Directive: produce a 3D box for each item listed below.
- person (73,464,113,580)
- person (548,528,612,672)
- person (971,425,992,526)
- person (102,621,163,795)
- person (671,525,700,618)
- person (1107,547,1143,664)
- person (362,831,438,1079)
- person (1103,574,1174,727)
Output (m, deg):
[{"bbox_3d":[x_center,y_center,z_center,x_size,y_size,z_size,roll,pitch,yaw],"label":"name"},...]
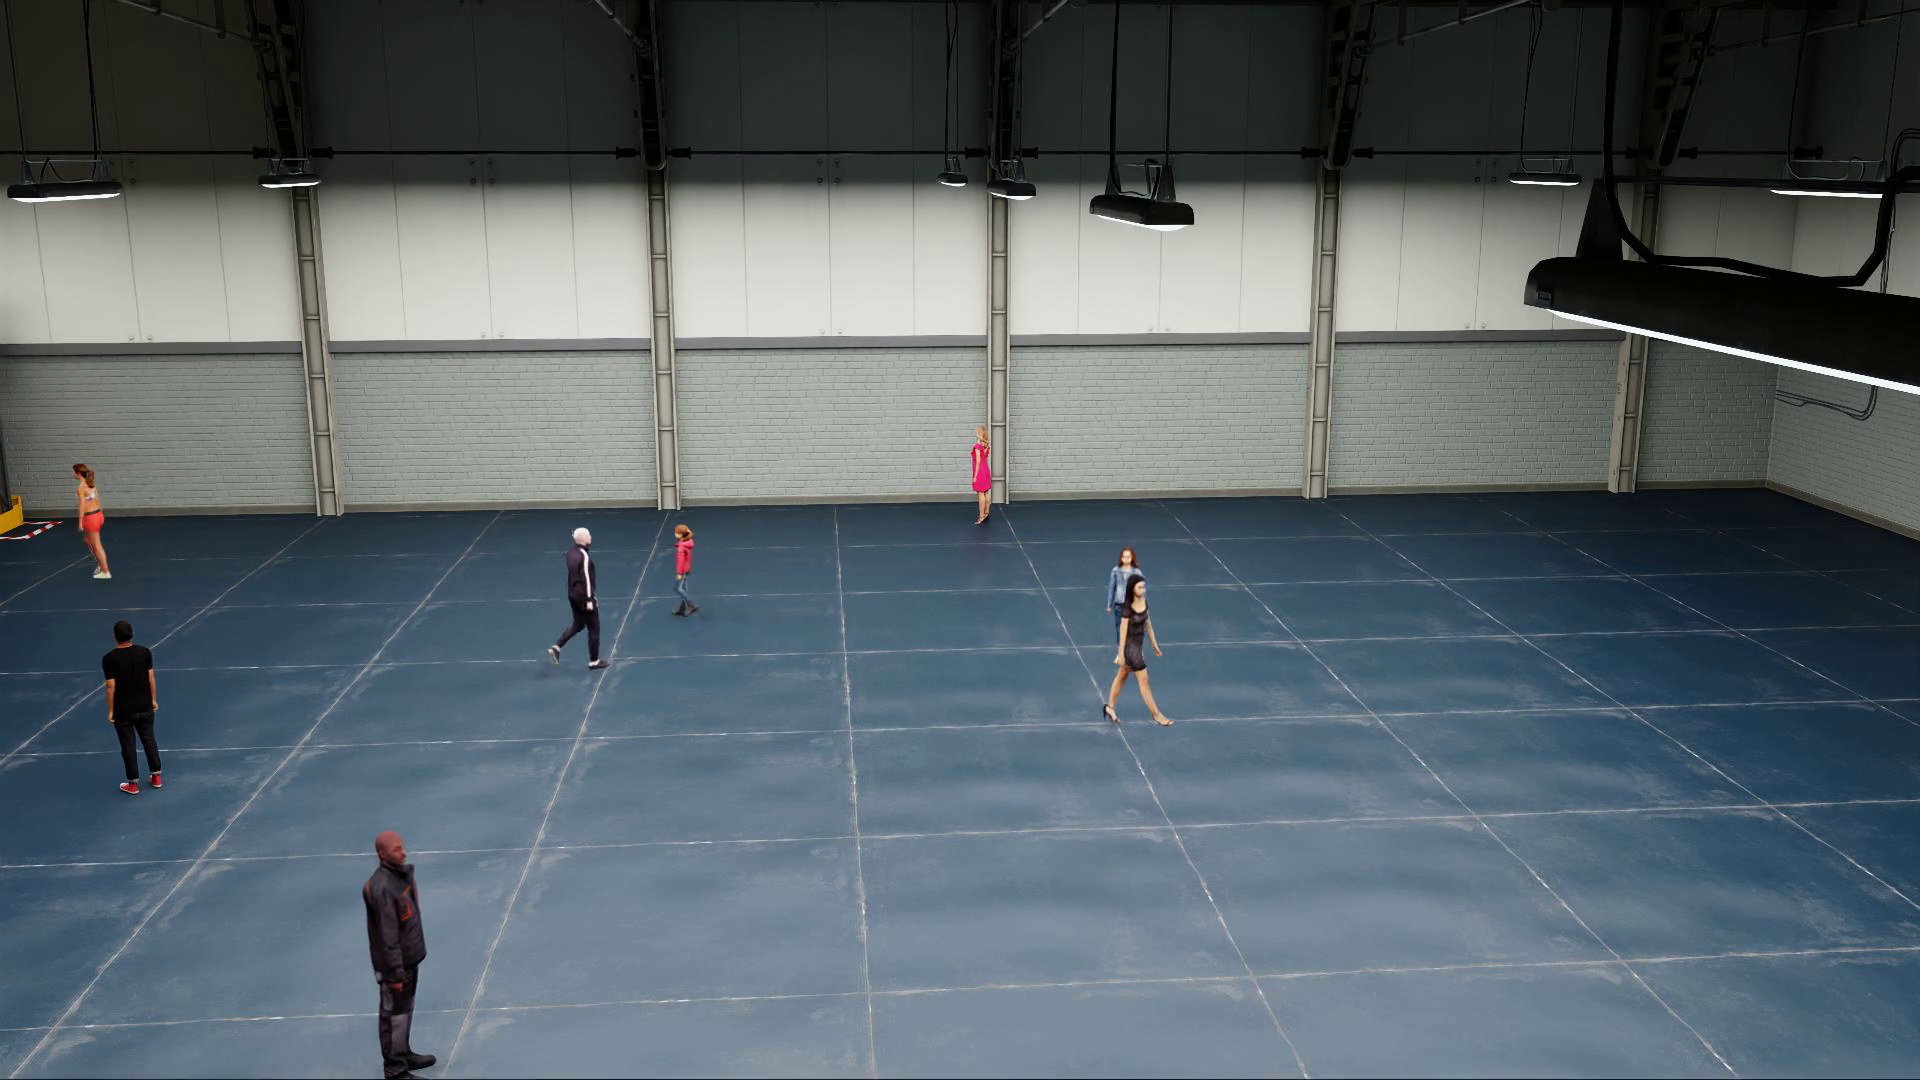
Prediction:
[{"bbox_3d":[-12.951,-0.275,25.003,0.627,1.777,0.606,1,13,2],"label":"person"},{"bbox_3d":[-4.733,0.757,20.456,1.119,1.818,1.007,-11,17,-39],"label":"person"},{"bbox_3d":[0.386,-1.142,28.852,0.697,1.728,0.663,7,15,28],"label":"person"},{"bbox_3d":[-8.305,1.662,16.680,0.765,1.757,0.694,12,18,42],"label":"person"},{"bbox_3d":[-3.785,0.429,22.996,0.723,1.309,0.616,2,13,9],"label":"person"},{"bbox_3d":[2.102,0.805,21.004,0.613,1.476,0.720,5,14,20],"label":"person"},{"bbox_3d":[-3.883,2.851,11.402,0.607,1.823,0.709,-2,13,-10],"label":"person"},{"bbox_3d":[1.835,1.246,18.520,1.141,1.737,0.974,7,15,29],"label":"person"}]
